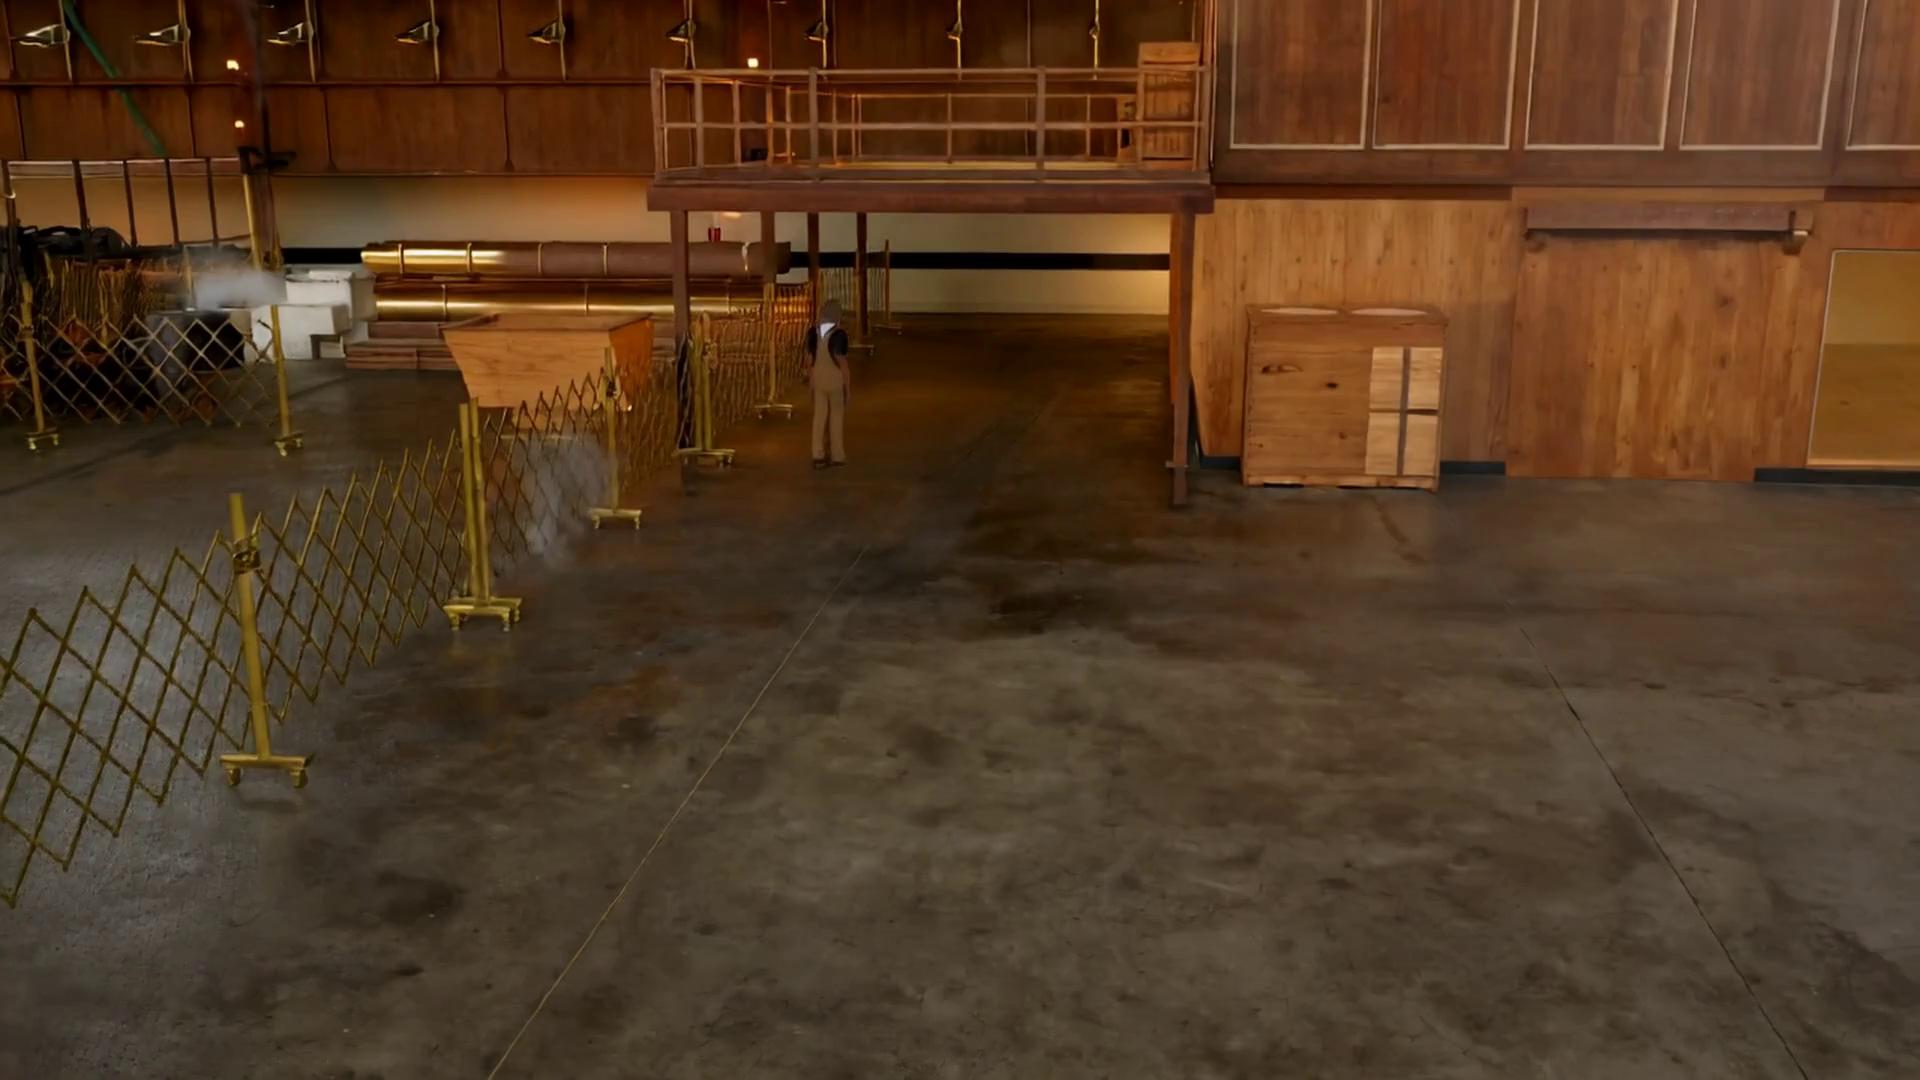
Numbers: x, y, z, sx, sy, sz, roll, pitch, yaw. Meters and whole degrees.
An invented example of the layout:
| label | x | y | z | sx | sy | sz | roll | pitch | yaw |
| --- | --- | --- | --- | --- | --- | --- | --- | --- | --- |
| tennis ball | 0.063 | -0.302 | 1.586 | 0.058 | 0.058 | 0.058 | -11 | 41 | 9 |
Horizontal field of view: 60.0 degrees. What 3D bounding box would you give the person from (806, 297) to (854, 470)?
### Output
| label | x | y | z | sx | sy | sz | roll | pitch | yaw |
| --- | --- | --- | --- | --- | --- | --- | --- | --- | --- |
| person | -1.395 | -1.675 | 17.795 | 0.515 | 1.842 | 0.328 | 7 | 15 | 25 |
